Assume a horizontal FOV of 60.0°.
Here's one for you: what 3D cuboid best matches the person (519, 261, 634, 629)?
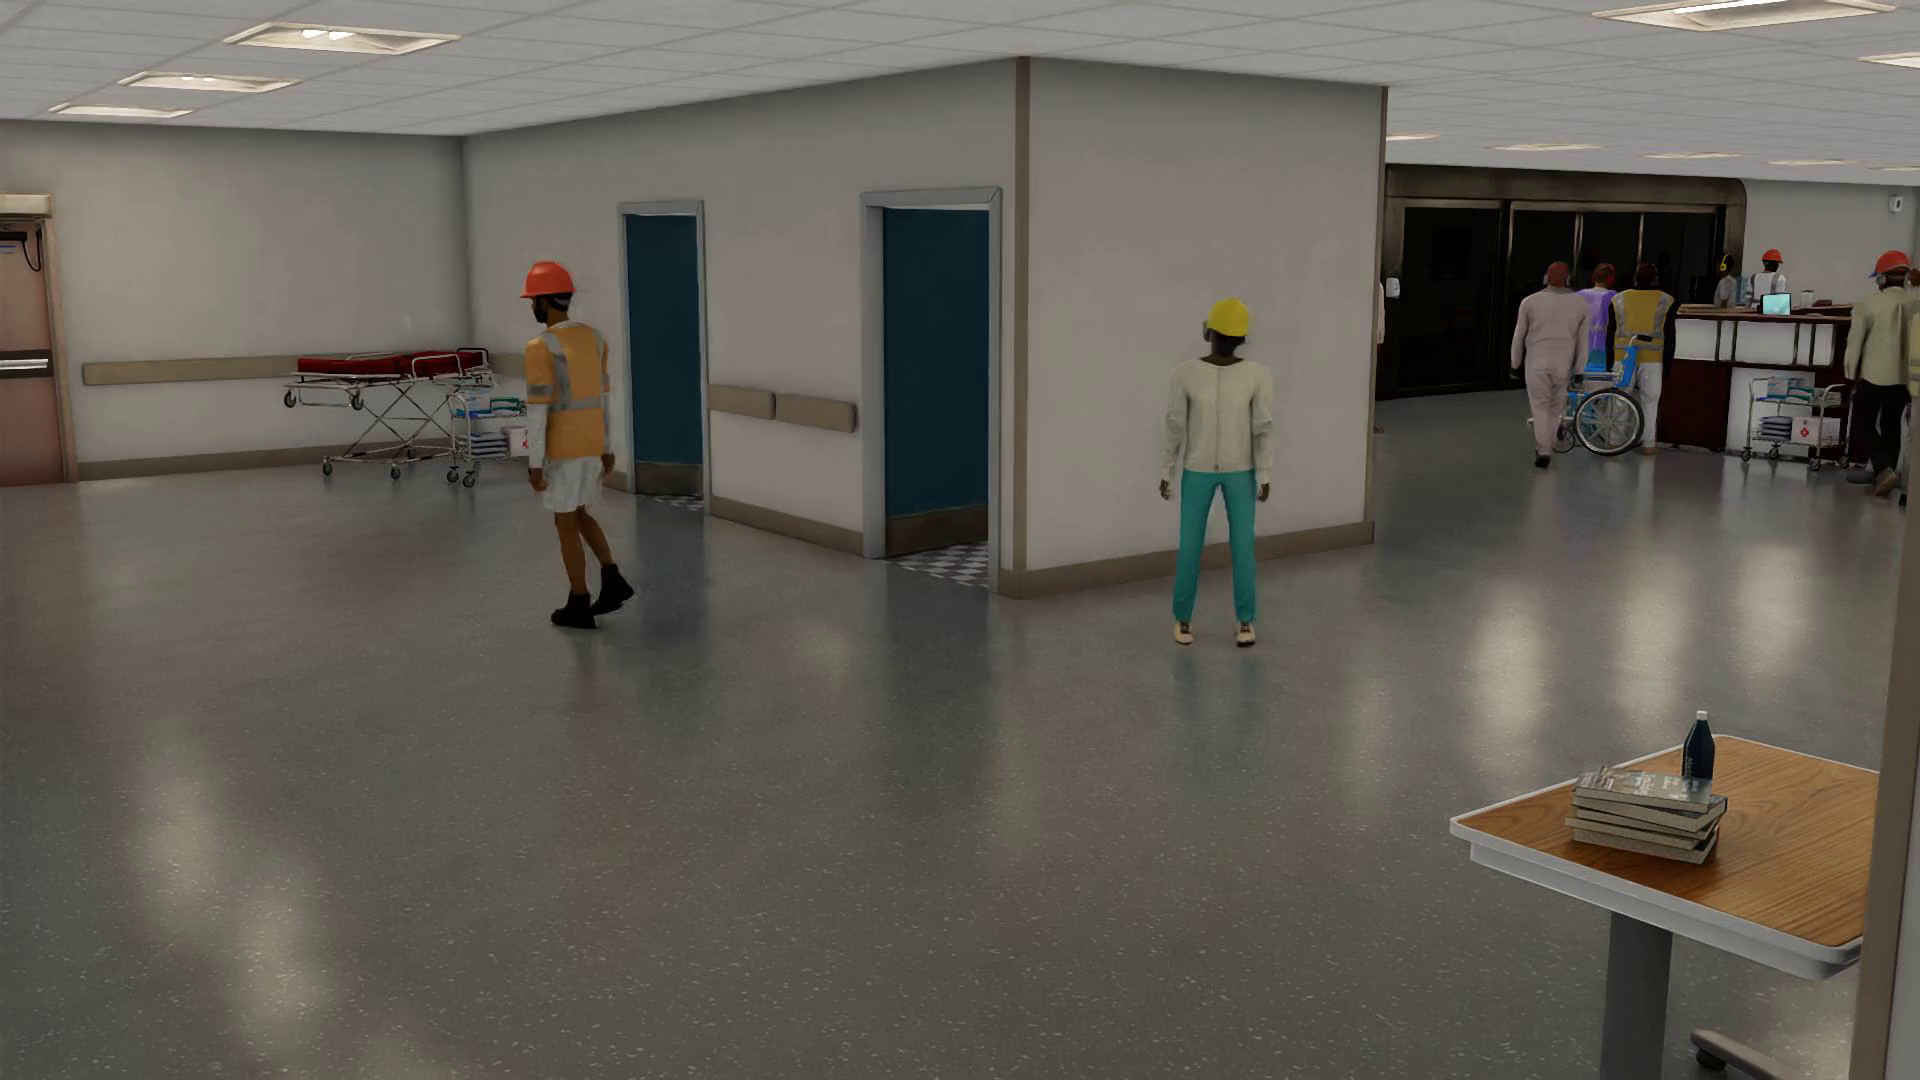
[{"bbox_3d":[-2.055,-0.489,8.733,0.460,1.928,0.594,6,12,30],"label":"person"}]

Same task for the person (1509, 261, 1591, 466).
[{"bbox_3d":[5.404,-1.617,15.252,0.636,1.867,0.985,1,10,3],"label":"person"}]

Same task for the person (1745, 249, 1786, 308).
[{"bbox_3d":[11.628,-3.215,24.000,0.373,1.930,0.552,-8,13,-37],"label":"person"}]

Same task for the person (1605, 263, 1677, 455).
[{"bbox_3d":[6.507,-1.722,15.925,0.628,1.835,0.429,5,11,27],"label":"person"}]

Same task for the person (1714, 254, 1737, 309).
[{"bbox_3d":[10.417,-2.960,22.747,0.334,1.873,0.521,8,13,39],"label":"person"}]

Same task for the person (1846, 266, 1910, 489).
[{"bbox_3d":[7.713,-1.387,13.784,0.452,1.936,0.635,2,10,10],"label":"person"}]

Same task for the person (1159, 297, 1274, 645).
[{"bbox_3d":[1.288,-0.336,8.362,0.570,1.756,0.375,1,10,6],"label":"person"}]

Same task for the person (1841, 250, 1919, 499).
[{"bbox_3d":[7.279,-1.276,13.043,0.656,1.969,0.631,0,10,2],"label":"person"}]

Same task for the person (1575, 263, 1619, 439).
[{"bbox_3d":[6.640,-1.960,17.331,0.579,1.808,0.858,8,13,39],"label":"person"}]

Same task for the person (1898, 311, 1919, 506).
[{"bbox_3d":[7.427,-1.136,12.629,0.404,1.831,0.600,-1,10,-3],"label":"person"}]
